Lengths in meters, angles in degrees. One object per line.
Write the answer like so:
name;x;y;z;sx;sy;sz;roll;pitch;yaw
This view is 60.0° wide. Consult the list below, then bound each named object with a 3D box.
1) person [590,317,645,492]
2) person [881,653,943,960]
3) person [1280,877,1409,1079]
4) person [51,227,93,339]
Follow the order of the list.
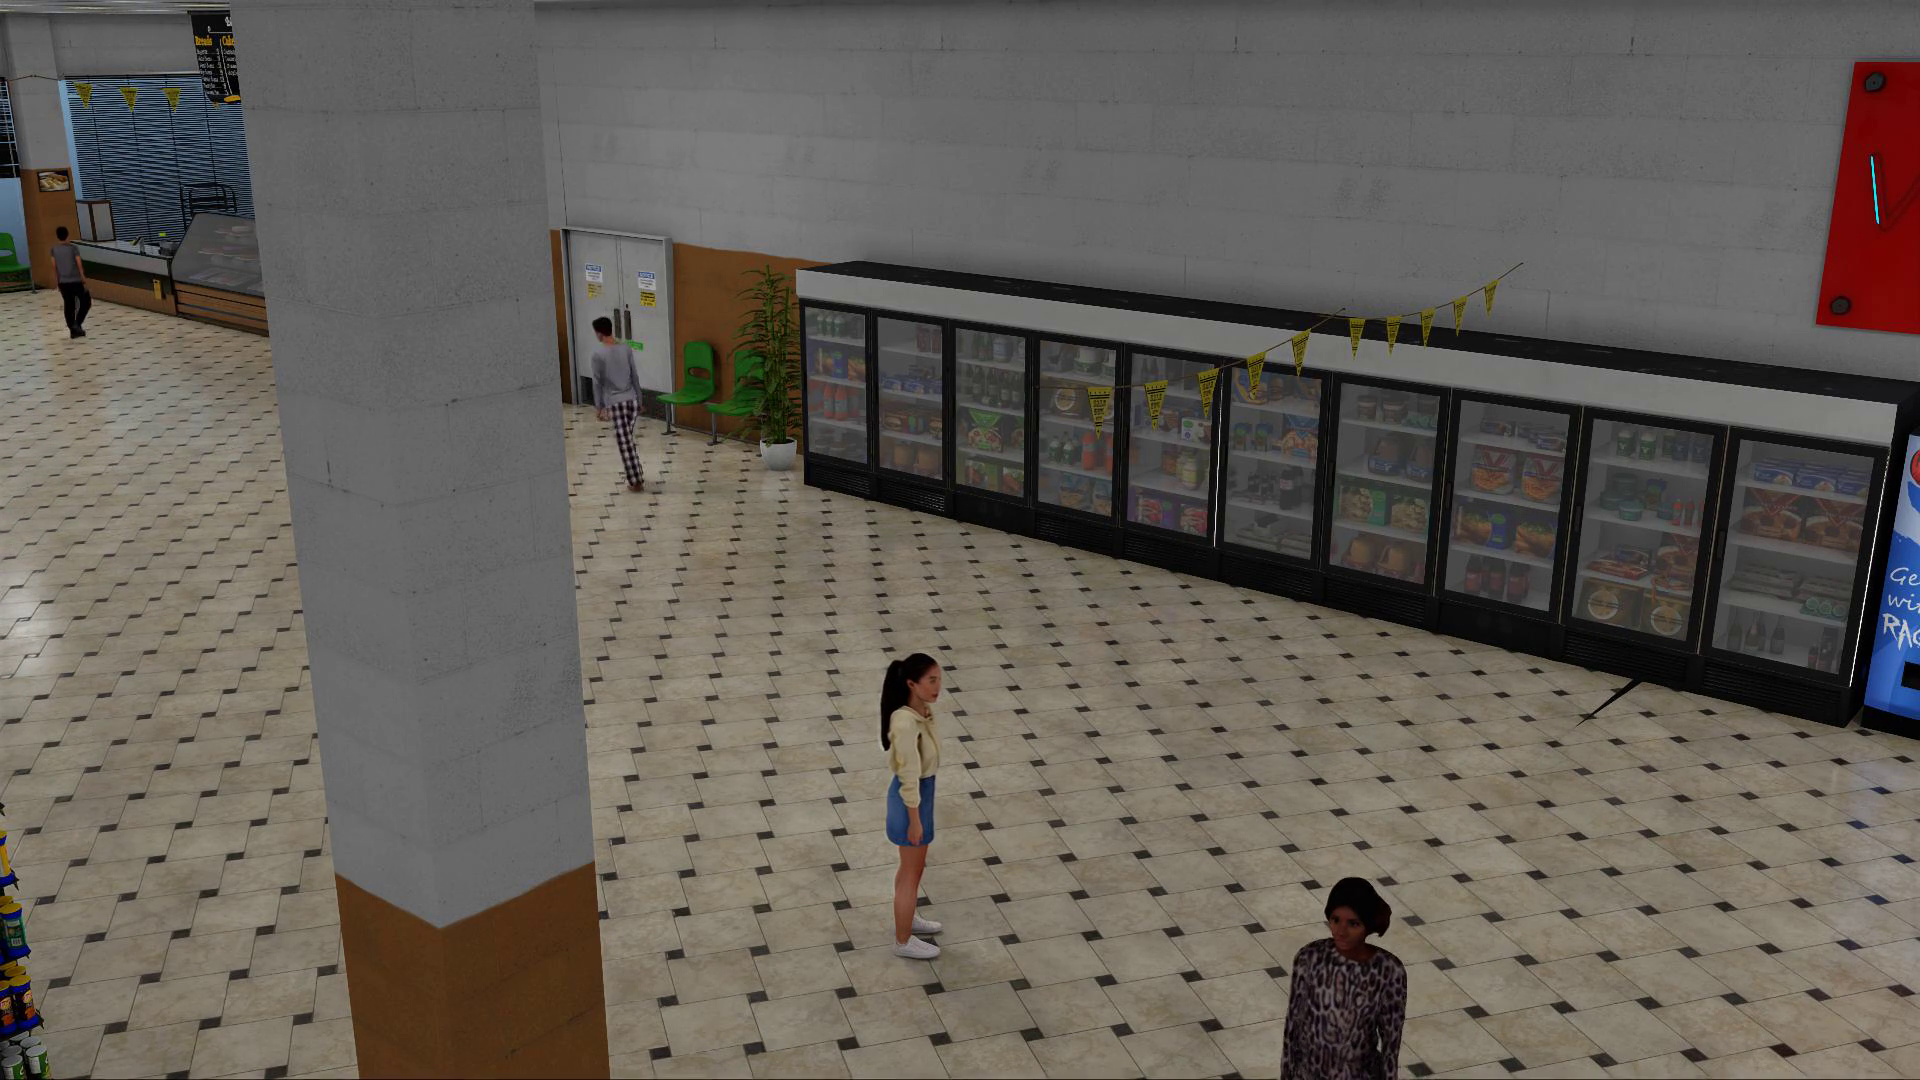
person;-3.494;-1.396;17.341;0.725;1.812;0.782;-11;20;-31
person;-0.244;1.354;8.596;0.777;1.630;0.686;1;17;2
person;1.439;2.030;6.245;0.642;1.704;0.782;9;19;27
person;-14.003;-4.026;26.118;0.816;1.743;0.875;0;17;0
